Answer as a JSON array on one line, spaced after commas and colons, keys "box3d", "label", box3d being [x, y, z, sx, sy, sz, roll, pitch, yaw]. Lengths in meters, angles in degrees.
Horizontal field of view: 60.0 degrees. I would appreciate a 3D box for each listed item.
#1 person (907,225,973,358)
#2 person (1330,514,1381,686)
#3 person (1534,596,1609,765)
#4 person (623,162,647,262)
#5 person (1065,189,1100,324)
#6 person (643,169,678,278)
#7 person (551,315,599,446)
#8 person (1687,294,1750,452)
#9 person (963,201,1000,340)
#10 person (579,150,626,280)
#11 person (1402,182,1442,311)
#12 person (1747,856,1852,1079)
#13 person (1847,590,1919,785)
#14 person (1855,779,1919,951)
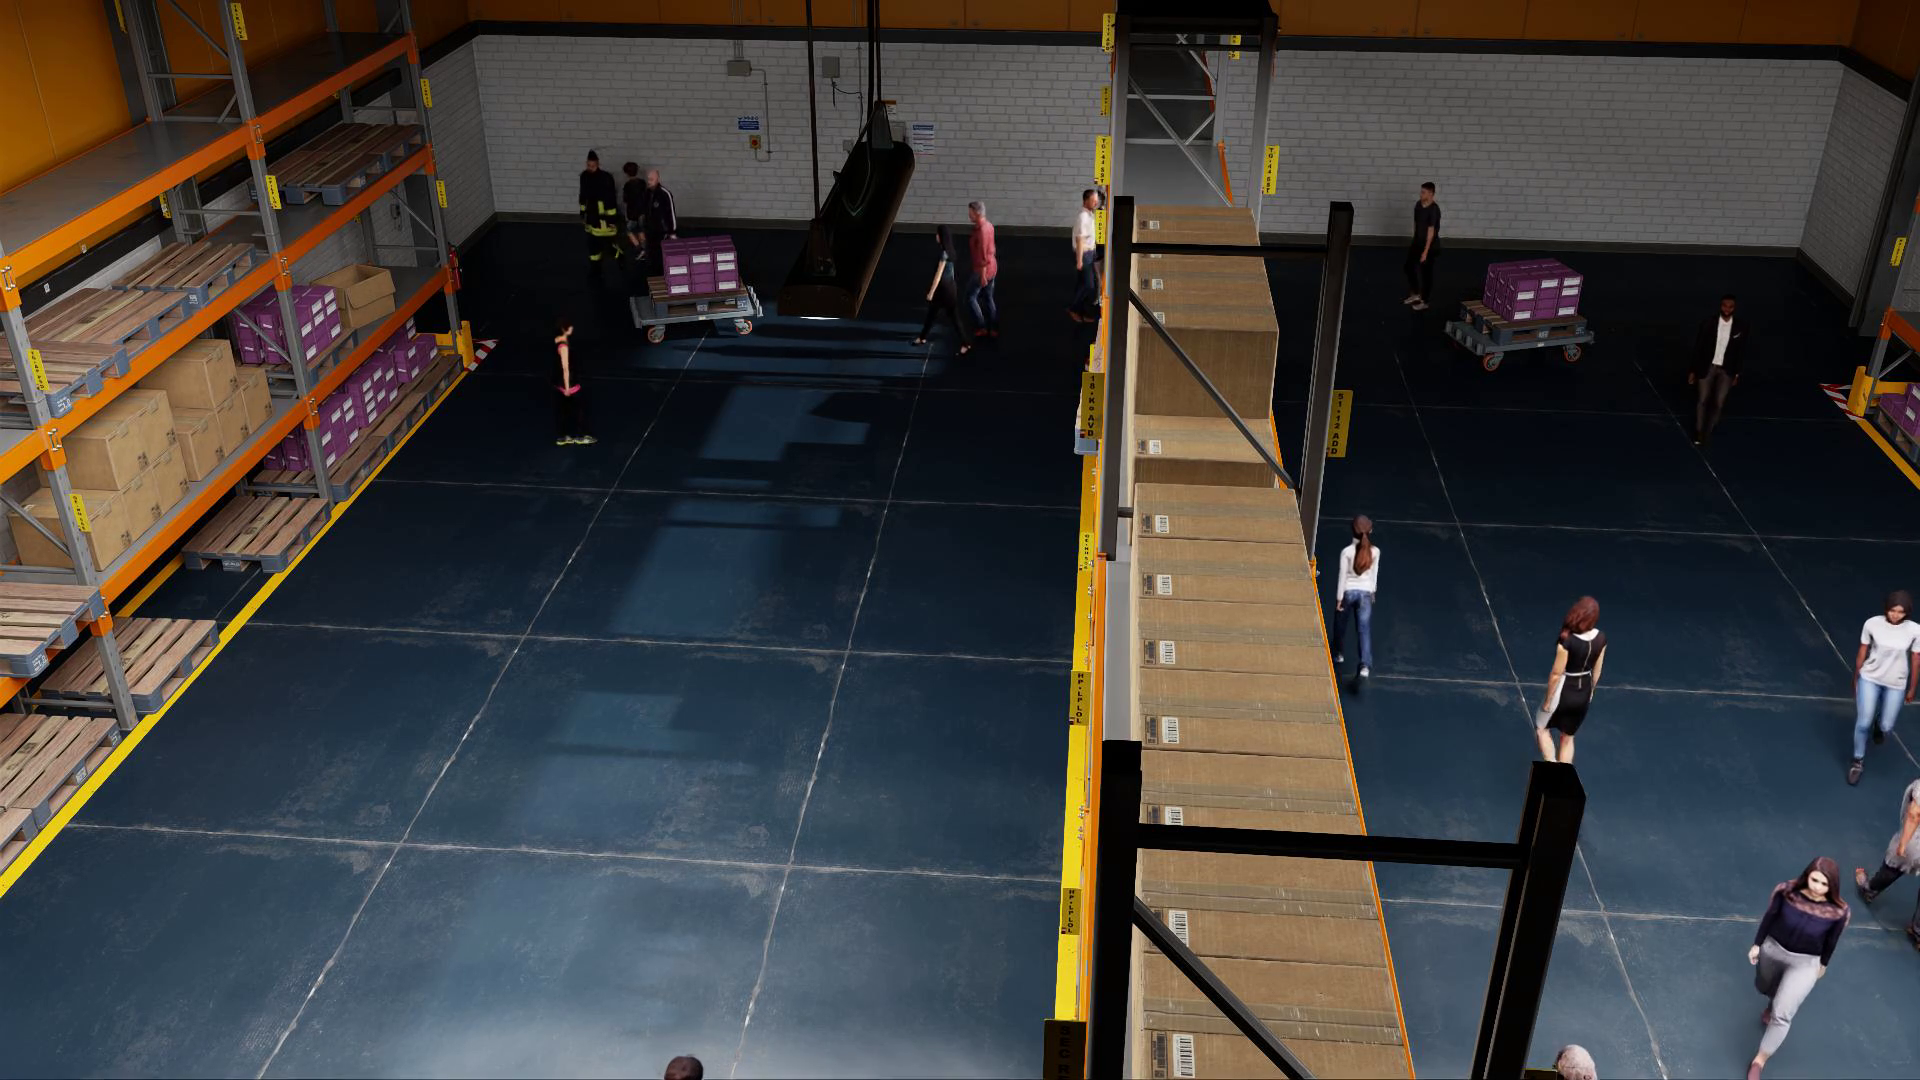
[{"box3d": [-0.081, -3.069, 20.783, 0.622, 1.701, 0.988, 3, 29, 5], "label": "person"}, {"box3d": [3.438, 0.526, 14.366, 0.566, 1.535, 1.049, 0, 29, 0], "label": "person"}, {"box3d": [4.695, 1.278, 12.723, 0.692, 1.788, 0.710, -6, 29, -11], "label": "person"}, {"box3d": [-4.668, -4.737, 24.117, 0.720, 1.436, 0.780, -22, 36, -35], "label": "person"}, {"box3d": [1.536, -3.743, 21.879, 0.831, 1.835, 0.726, 12, 31, 21], "label": "person"}, {"box3d": [-4.008, -4.197, 22.734, 0.987, 1.812, 1.121, 20, 34, 32], "label": "person"}, {"box3d": [-4.472, -1.761, 18.554, 0.770, 1.539, 0.716, -16, 33, -27], "label": "person"}, {"box3d": [8.428, -1.913, 18.574, 0.776, 1.786, 0.798, 11, 31, 20], "label": "person"}, {"box3d": [0.398, -3.442, 21.356, 0.810, 1.808, 0.671, 4, 29, 8], "label": "person"}, {"box3d": [-5.031, -4.608, 23.448, 0.929, 1.851, 0.999, 14, 32, 24], "label": "person"}, {"box3d": [6.319, -3.947, 22.344, 0.852, 1.747, 0.739, -13, 31, -22], "label": "person"}, {"box3d": [5.224, 2.619, 10.479, 0.982, 1.583, 1.115, 23, 36, 35], "label": "person"}, {"box3d": [7.288, 1.106, 13.129, 0.866, 1.701, 1.000, 14, 32, 24], "label": "person"}, {"box3d": [6.688, 2.115, 11.417, 0.677, 1.568, 0.987, 0, 29, 0], "label": "person"}]
